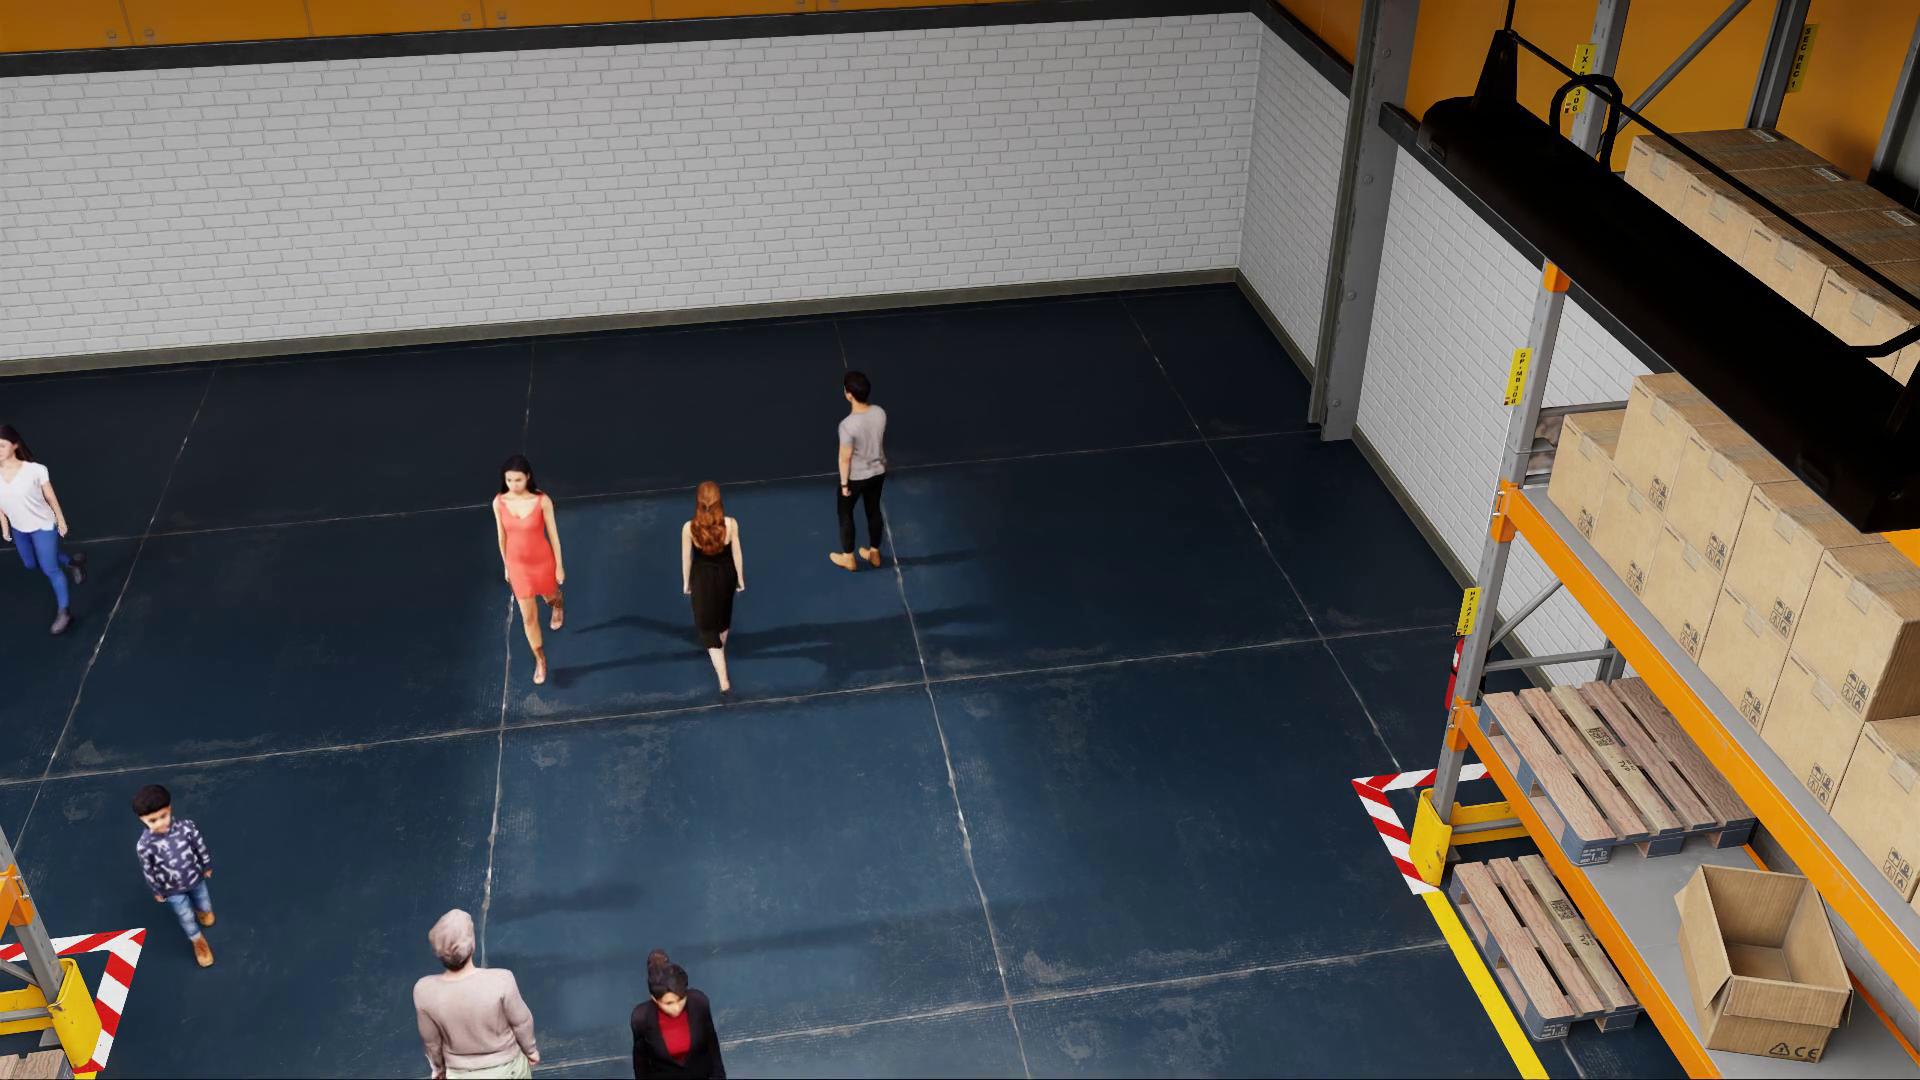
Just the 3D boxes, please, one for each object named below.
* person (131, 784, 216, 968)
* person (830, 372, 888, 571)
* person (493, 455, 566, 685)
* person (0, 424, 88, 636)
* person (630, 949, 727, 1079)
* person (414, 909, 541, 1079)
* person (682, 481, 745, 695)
[{"bbox_3d":[-4.516,1.892,9.584,0.650,1.244,0.759,-22,39,-29],"label":"person"},{"bbox_3d":[-0.706,-0.503,12.768,0.730,1.709,0.763,-24,41,-32],"label":"person"},{"bbox_3d":[-3.026,0.131,11.830,0.657,1.691,1.091,-3,34,-4],"label":"person"},{"bbox_3d":[-6.767,-0.134,12.250,0.773,1.667,1.005,3,34,5],"label":"person"},{"bbox_3d":[-1.400,2.613,8.185,0.762,1.593,1.104,-15,37,-22],"label":"person"},{"bbox_3d":[-2.297,2.539,8.049,0.673,1.866,0.588,-7,34,-10],"label":"person"},{"bbox_3d":[-1.709,0.349,11.592,0.670,1.592,1.066,-10,35,-15],"label":"person"}]
